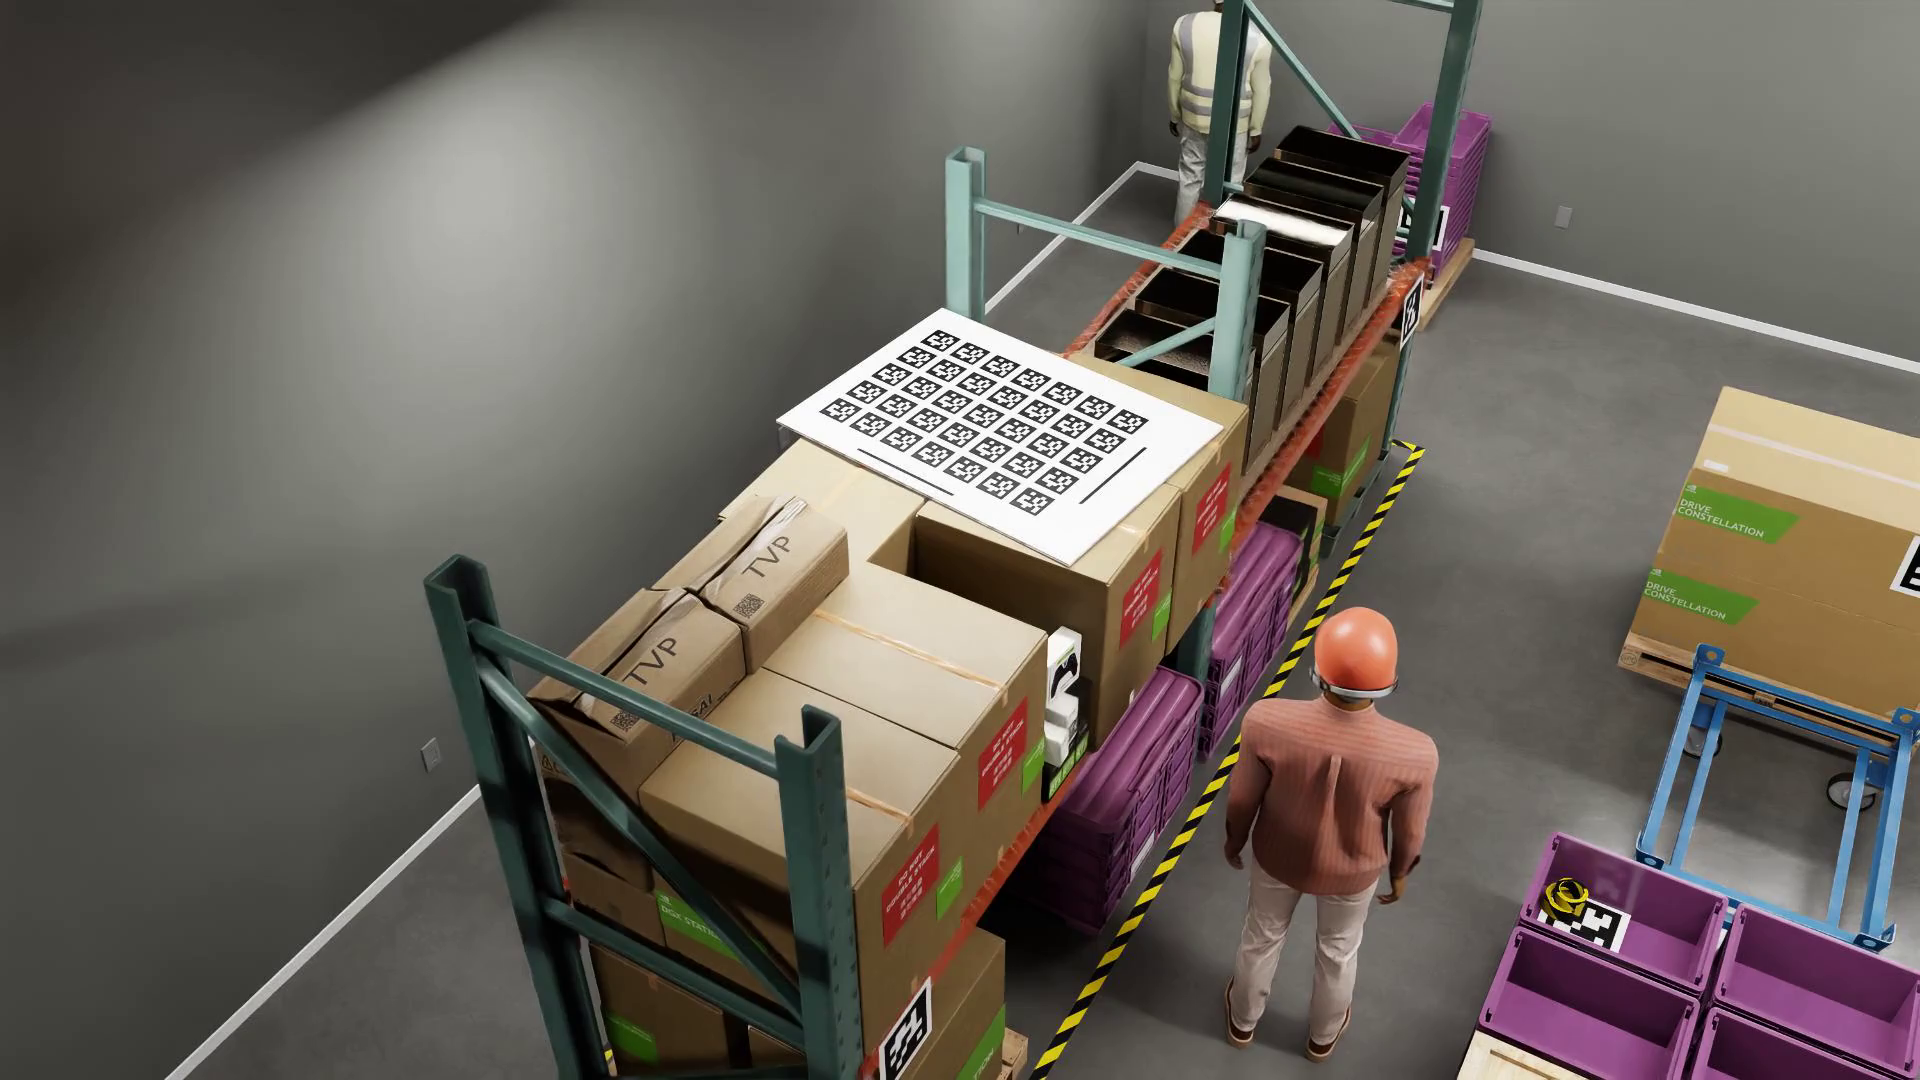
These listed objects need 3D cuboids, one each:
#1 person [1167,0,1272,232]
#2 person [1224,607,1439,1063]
[{"bbox_3d":[1.482,-2.448,9.598,0.591,1.829,0.404,16,43,18],"label":"person"},{"bbox_3d":[1.159,0.993,5.368,0.622,1.997,0.372,10,41,12],"label":"person"}]
